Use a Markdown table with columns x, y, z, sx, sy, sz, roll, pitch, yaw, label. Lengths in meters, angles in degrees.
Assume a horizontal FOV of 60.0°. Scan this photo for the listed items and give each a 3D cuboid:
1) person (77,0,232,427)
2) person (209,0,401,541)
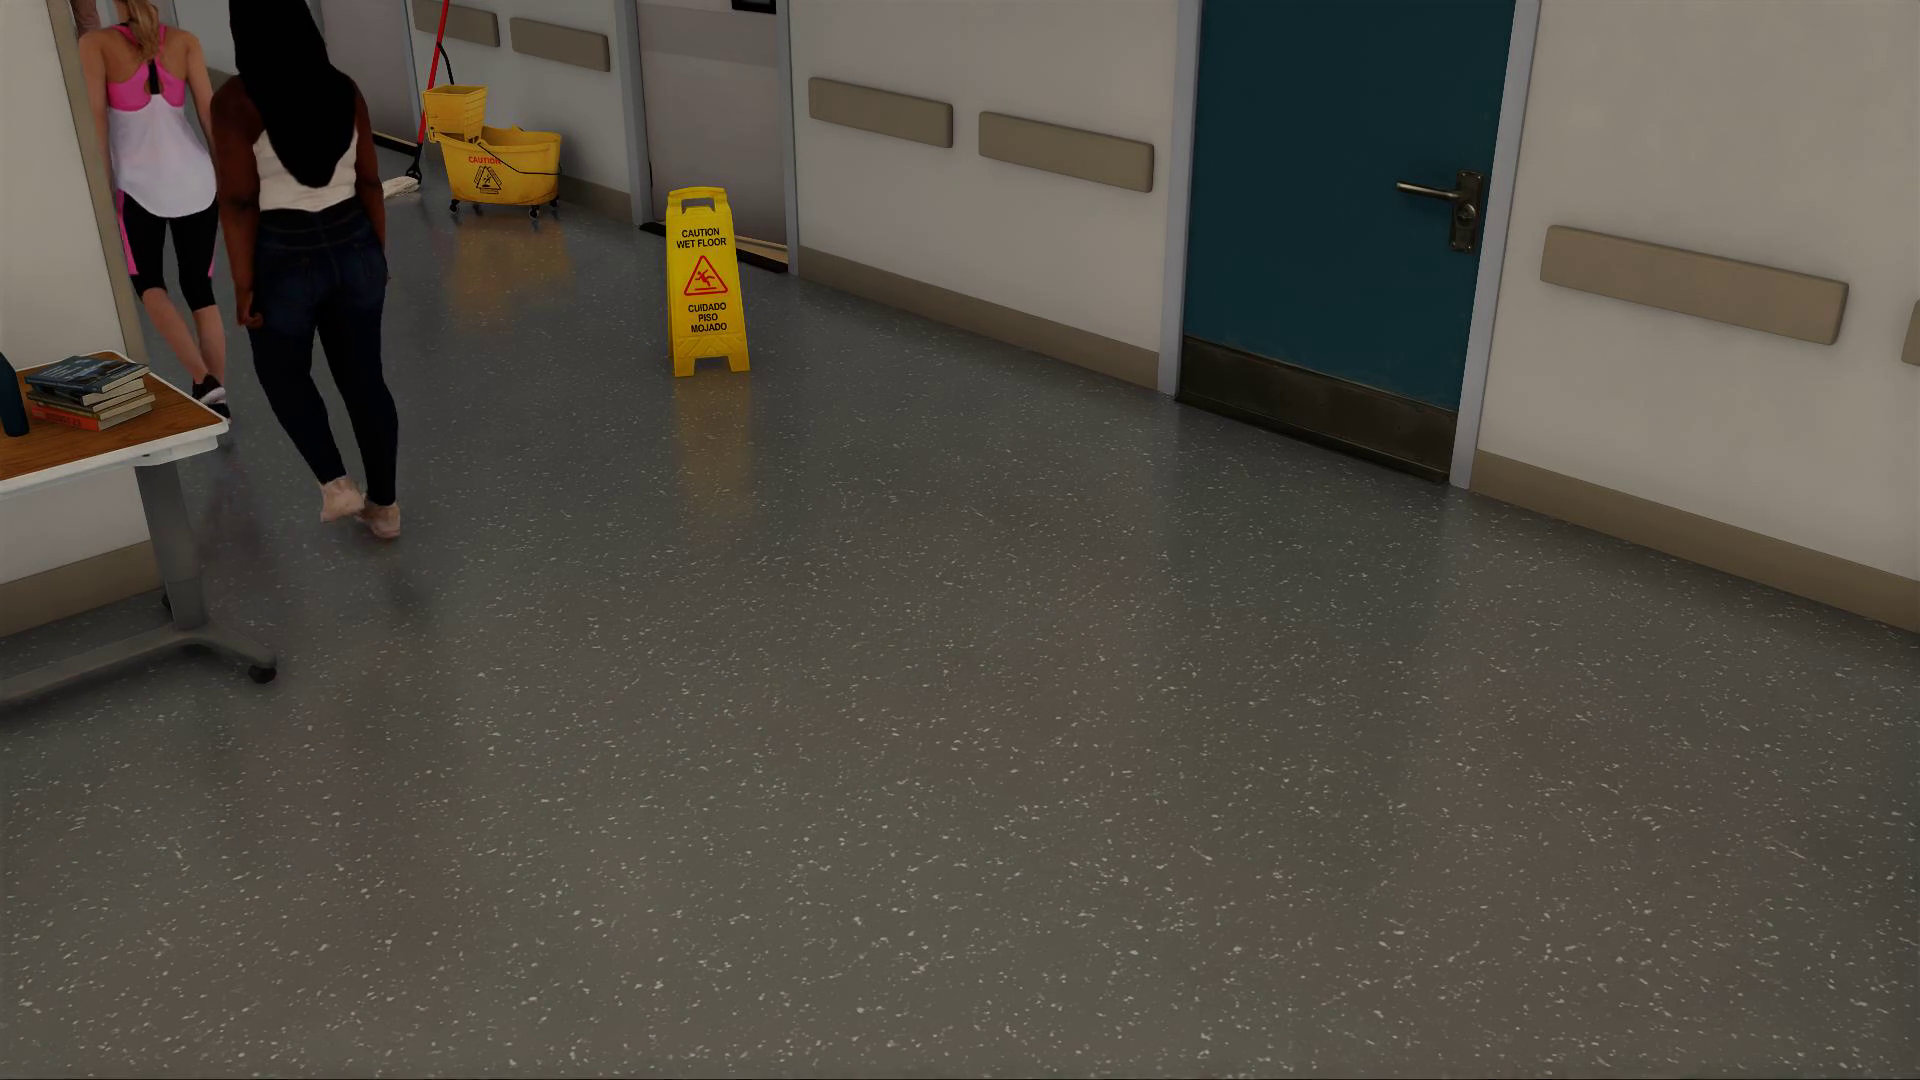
| x | y | z | sx | sy | sz | roll | pitch | yaw | label |
| --- | --- | --- | --- | --- | --- | --- | --- | --- | --- |
| -2.867 | -1.230 | 6.066 | 0.648 | 1.774 | 0.662 | -20 | 32 | -36 | person |
| -1.975 | -0.811 | 5.172 | 0.726 | 1.795 | 0.710 | -17 | 31 | -32 | person |
